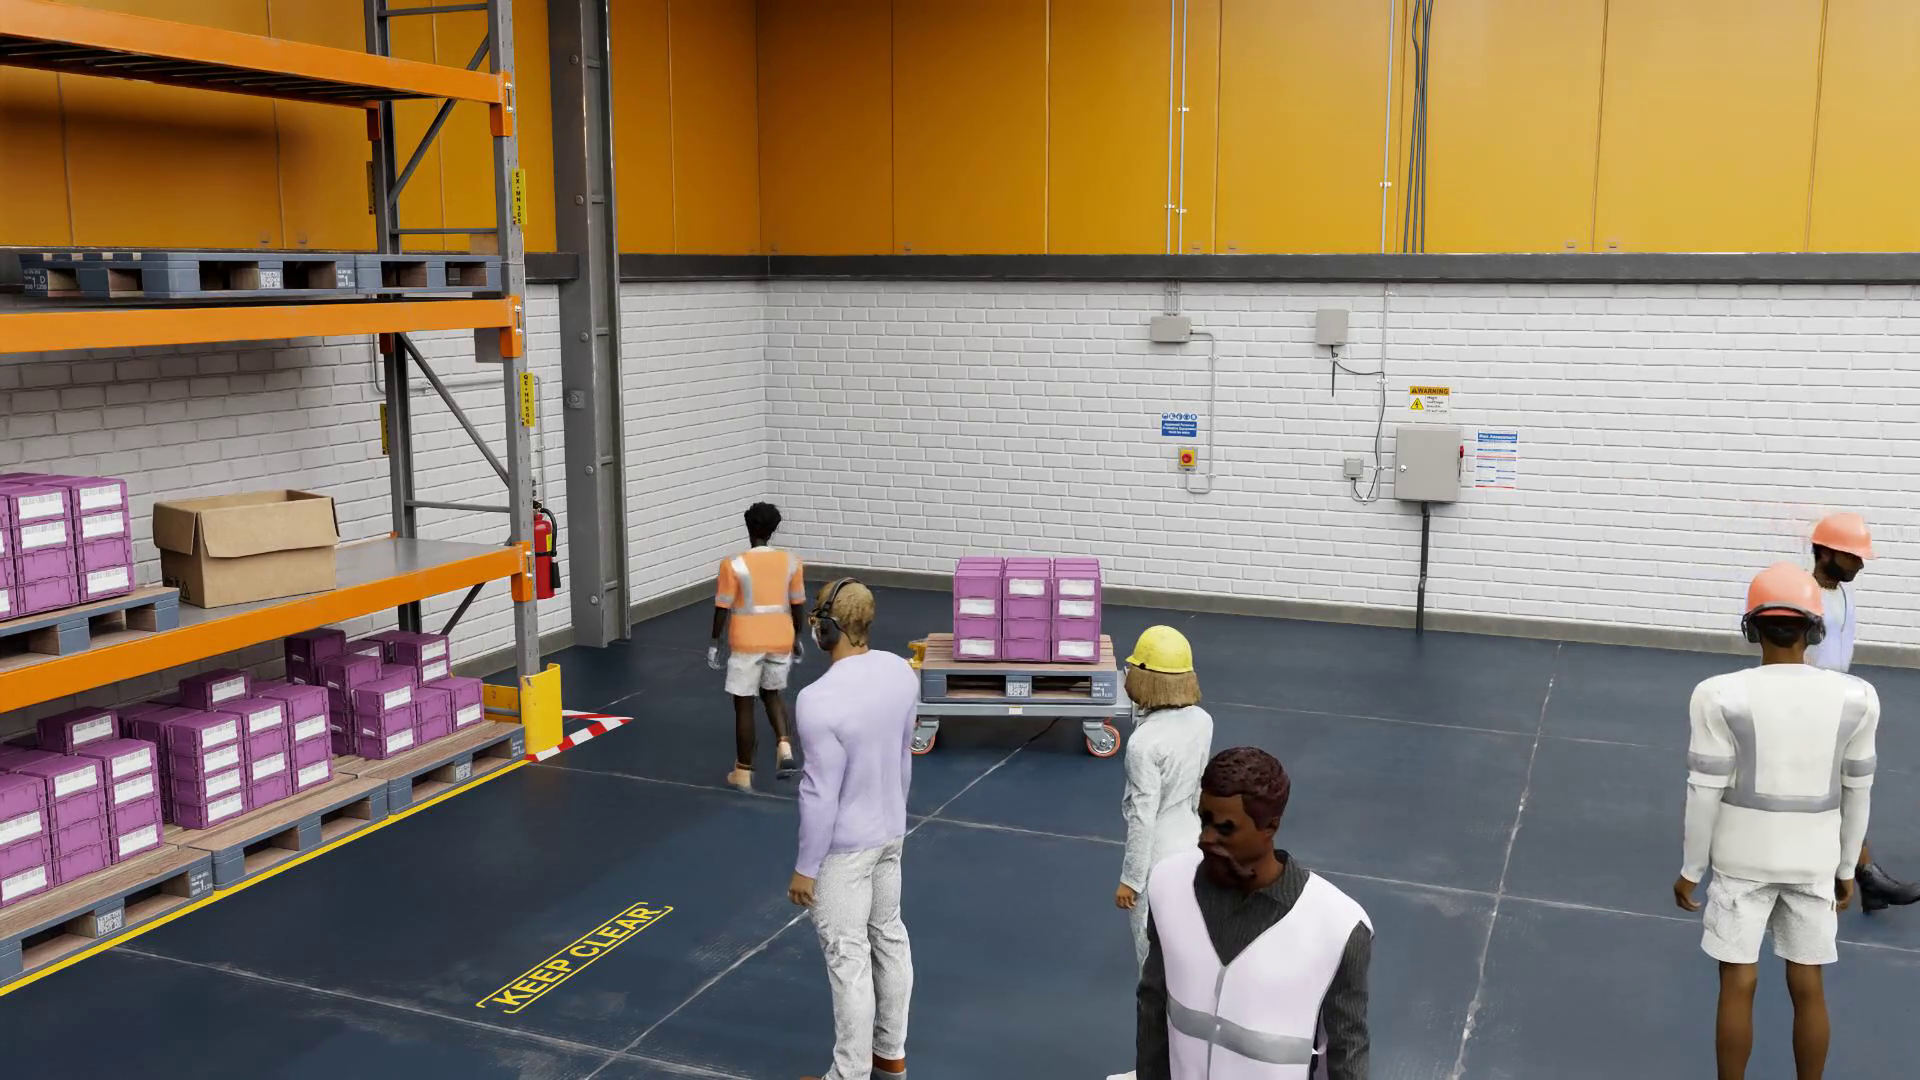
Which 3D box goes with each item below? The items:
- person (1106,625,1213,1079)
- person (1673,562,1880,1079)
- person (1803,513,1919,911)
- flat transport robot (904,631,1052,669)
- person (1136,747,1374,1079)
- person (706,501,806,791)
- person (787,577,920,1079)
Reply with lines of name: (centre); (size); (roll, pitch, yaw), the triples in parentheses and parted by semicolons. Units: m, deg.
person: (0.729, 1.170, 6.092); (0.296, 1.745, 0.484); (7, 12, 37)
person: (2.766, 1.088, 5.700); (0.606, 2.039, 0.395); (1, 9, 6)
person: (4.092, 0.808, 7.881); (0.585, 1.869, 1.020); (-5, 11, -28)
flat transport robot: (0.259, 0.838, 12.558); (1.431, 0.197, 0.652); (-8, 12, -39)
person: (0.700, 1.418, 4.066); (0.595, 1.915, 0.371); (7, 12, 37)
person: (-1.157, 0.620, 9.633); (0.609, 1.665, 0.443); (-7, 12, -36)
person: (-0.390, 1.089, 5.989); (0.370, 1.941, 0.627); (6, 11, 31)
